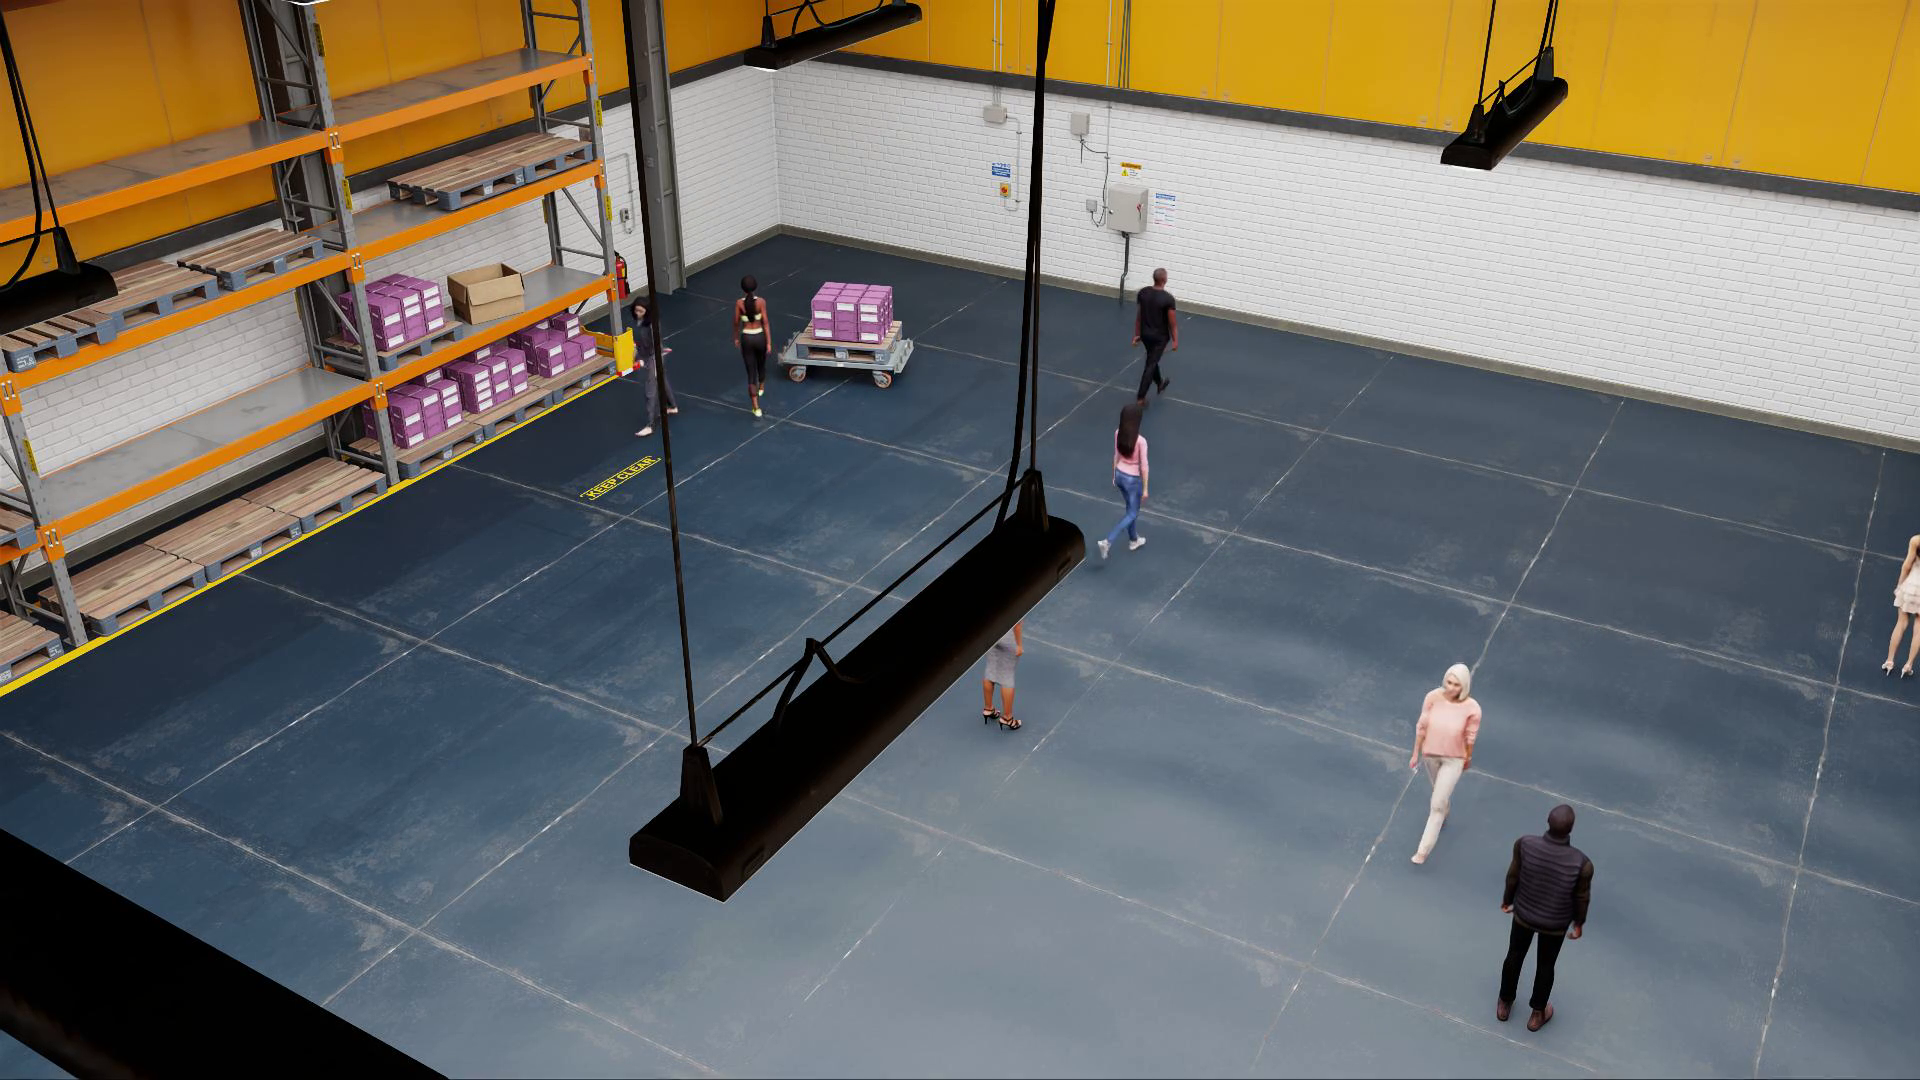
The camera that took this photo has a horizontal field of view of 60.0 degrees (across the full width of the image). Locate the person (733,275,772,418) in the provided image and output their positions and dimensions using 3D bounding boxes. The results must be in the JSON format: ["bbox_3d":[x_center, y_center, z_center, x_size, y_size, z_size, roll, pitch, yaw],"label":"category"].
[{"bbox_3d":[-2.531,-2.354,20.481,1.073,1.711,1.183,-5,29,-9],"label":"person"}]

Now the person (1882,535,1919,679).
[{"bbox_3d":[8.801,0.487,15.248,0.572,1.735,0.518,16,33,27],"label":"person"}]

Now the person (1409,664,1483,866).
[{"bbox_3d":[3.849,1.669,13.144,0.676,1.675,1.145,19,34,31],"label":"person"}]

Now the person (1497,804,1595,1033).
[{"bbox_3d":[3.962,2.556,11.348,0.701,1.836,0.545,16,33,27],"label":"person"}]

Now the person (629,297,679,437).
[{"bbox_3d":[-3.690,-2.170,20.153,1.142,1.702,0.949,-17,33,-28],"label":"person"}]

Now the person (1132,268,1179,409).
[{"bbox_3d":[2.350,-2.456,20.590,0.828,1.786,1.149,23,36,35],"label":"person"}]

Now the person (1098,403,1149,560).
[{"bbox_3d":[1.703,-0.590,17.235,1.077,1.722,0.769,-25,37,-38],"label":"person"}]
